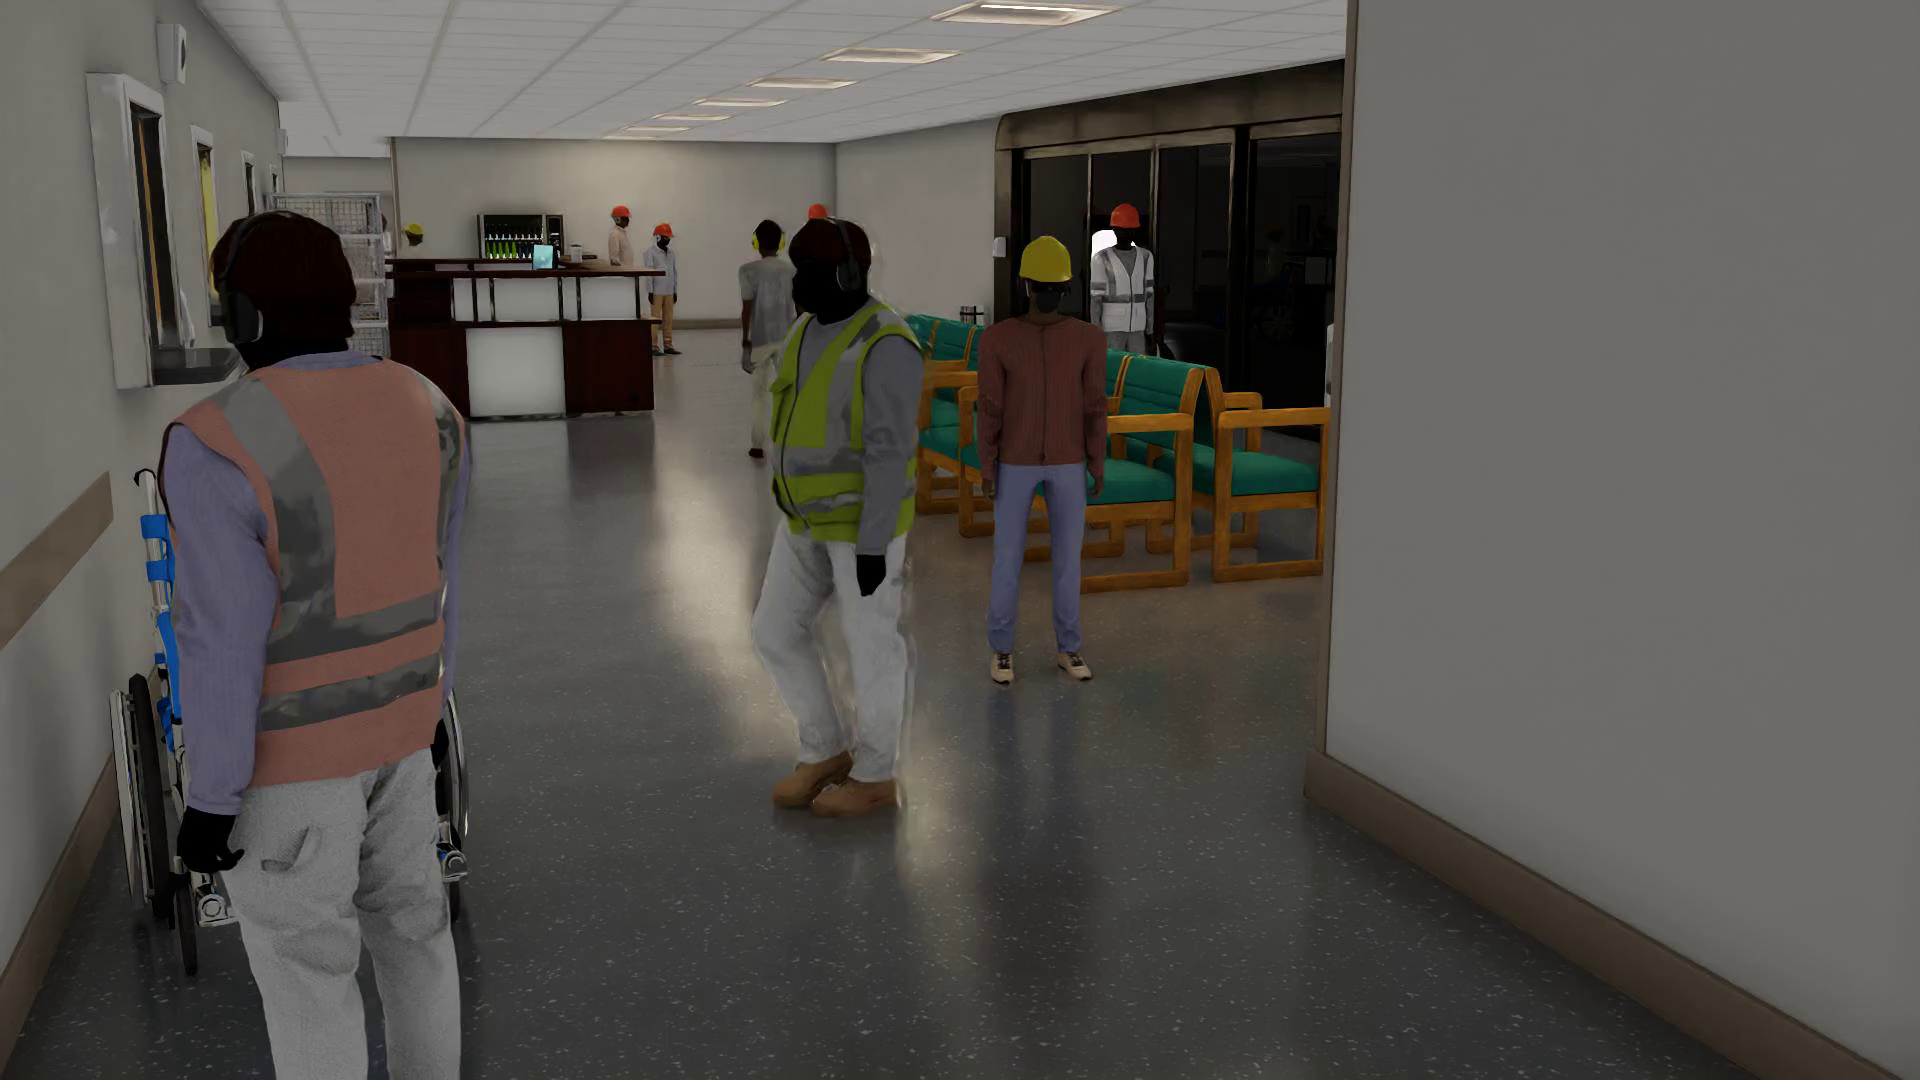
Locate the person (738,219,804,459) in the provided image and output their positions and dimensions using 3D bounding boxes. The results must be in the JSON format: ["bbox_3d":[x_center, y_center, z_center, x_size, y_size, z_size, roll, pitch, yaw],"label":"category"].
[{"bbox_3d":[-1.359,-1.440,12.271,0.549,1.810,0.992,-4,12,-18],"label":"person"}]

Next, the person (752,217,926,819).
[{"bbox_3d":[-0.392,-0.040,4.999,0.536,1.825,0.657,-8,14,-36],"label":"person"}]

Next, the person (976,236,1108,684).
[{"bbox_3d":[0.325,-0.299,6.516,0.521,1.758,0.348,-2,11,-9],"label":"person"}]

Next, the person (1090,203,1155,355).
[{"bbox_3d":[1.309,-1.707,13.311,0.546,1.934,0.381,-4,12,-20],"label":"person"}]

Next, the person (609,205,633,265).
[{"bbox_3d":[-4.985,-3.935,24.552,0.386,1.992,0.625,0,11,2],"label":"person"}]

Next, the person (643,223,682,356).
[{"bbox_3d":[-3.914,-3.301,21.945,0.352,1.743,0.564,7,13,34],"label":"person"}]

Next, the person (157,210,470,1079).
[{"bbox_3d":[-1.130,0.356,2.935,0.429,1.841,0.634,4,12,21],"label":"person"}]

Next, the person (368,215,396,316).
[{"bbox_3d":[-10.502,-4.989,30.294,0.348,1.869,0.645,5,12,22],"label":"person"}]
